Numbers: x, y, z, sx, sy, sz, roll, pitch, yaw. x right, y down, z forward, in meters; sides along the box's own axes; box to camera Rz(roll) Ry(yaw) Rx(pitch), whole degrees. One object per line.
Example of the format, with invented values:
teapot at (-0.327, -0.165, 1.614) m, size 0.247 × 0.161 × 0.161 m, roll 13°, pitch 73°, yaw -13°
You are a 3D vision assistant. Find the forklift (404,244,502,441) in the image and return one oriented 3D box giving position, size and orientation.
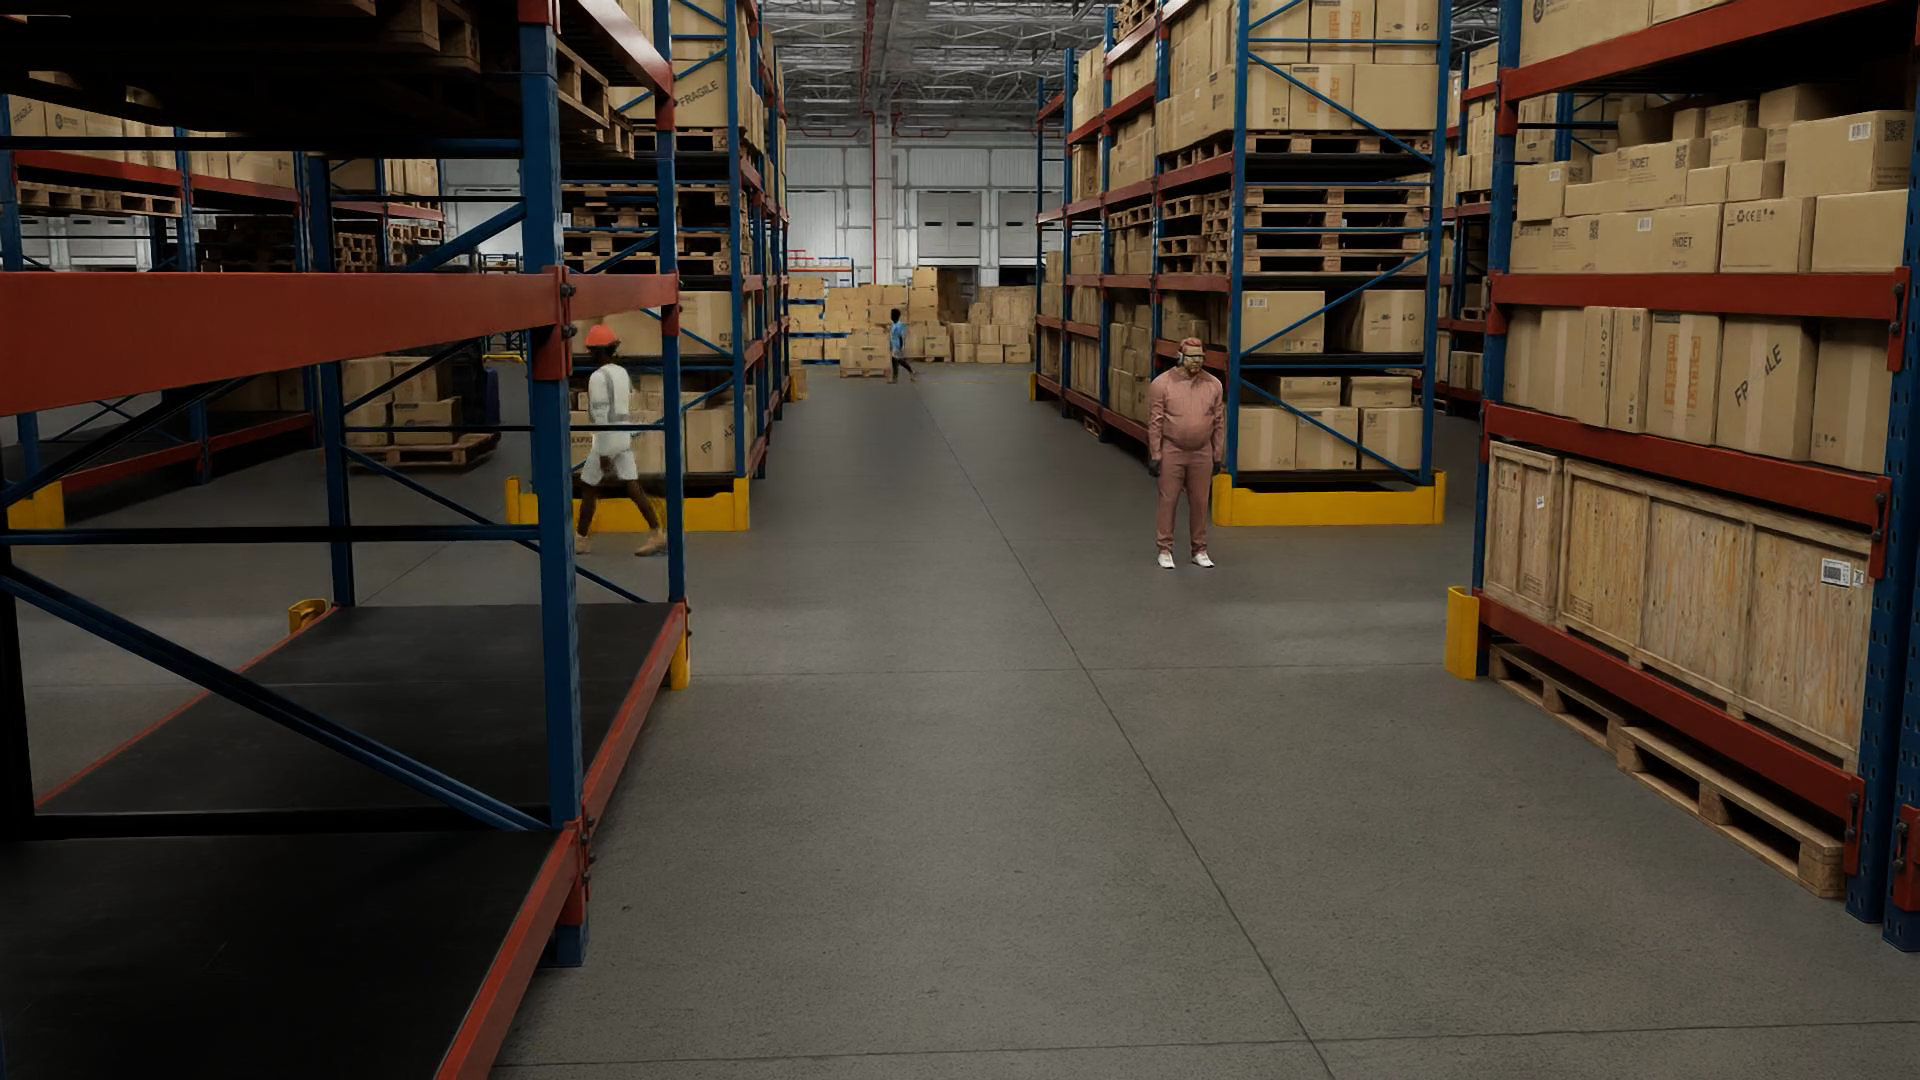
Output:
forklift at (-7.092, -2.683, 22.980) m, size 1.129 × 2.768 × 1.873 m, roll -1°, pitch 9°, yaw -4°

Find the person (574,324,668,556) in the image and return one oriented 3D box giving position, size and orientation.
person at (-2.966, -0.831, 14.166) m, size 1.077 × 1.996 × 0.622 m, roll 3°, pitch 10°, yaw 18°

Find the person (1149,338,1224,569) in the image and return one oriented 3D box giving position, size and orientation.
person at (1.868, -0.707, 13.661) m, size 0.641 × 1.900 × 0.401 m, roll -2°, pitch 9°, yaw -10°

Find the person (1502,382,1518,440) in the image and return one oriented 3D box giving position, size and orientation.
person at (3.754, -0.244, 11.027) m, size 0.717 × 1.809 × 0.599 m, roll -4°, pitch 10°, yaw -22°

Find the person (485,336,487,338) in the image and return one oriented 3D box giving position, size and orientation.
person at (-17.760, -8.379, 61.370) m, size 0.570 × 2.000 × 0.718 m, roll -5°, pitch 10°, yaw -27°

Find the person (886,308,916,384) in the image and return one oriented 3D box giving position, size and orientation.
person at (-1.314, -4.320, 36.996) m, size 0.642 × 1.677 × 0.530 m, roll -2°, pitch 9°, yaw -14°
